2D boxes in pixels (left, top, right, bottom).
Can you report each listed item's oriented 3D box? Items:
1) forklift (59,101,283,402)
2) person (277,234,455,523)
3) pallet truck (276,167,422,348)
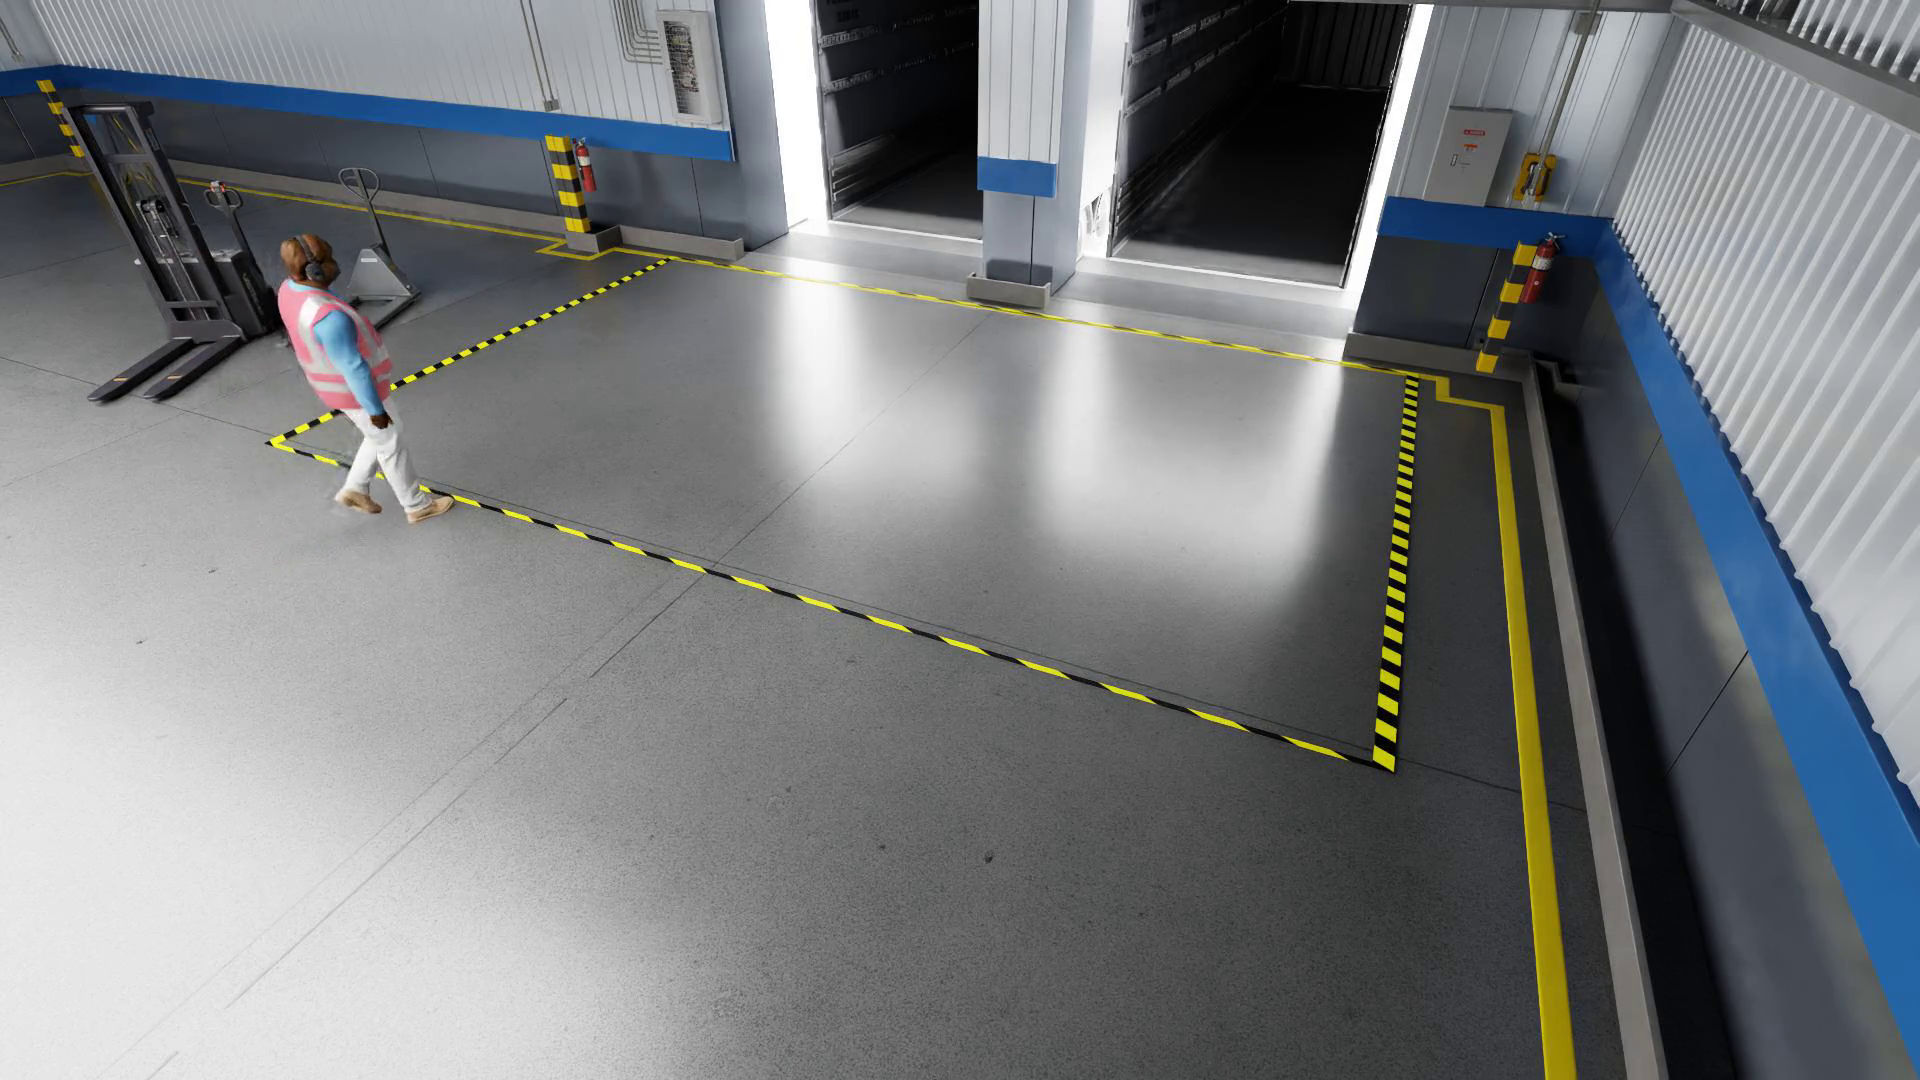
[{"bbox_3d":[-6.686,-2.387,7.434,0.823,1.965,1.885,-3,35,-5],"label":"forklift"},{"bbox_3d":[-3.579,-0.865,5.401,0.638,1.829,0.598,27,43,33],"label":"person"},{"bbox_3d":[-5.732,-2.611,8.414,0.680,1.201,1.601,-1,35,-1],"label":"pallet truck"}]
